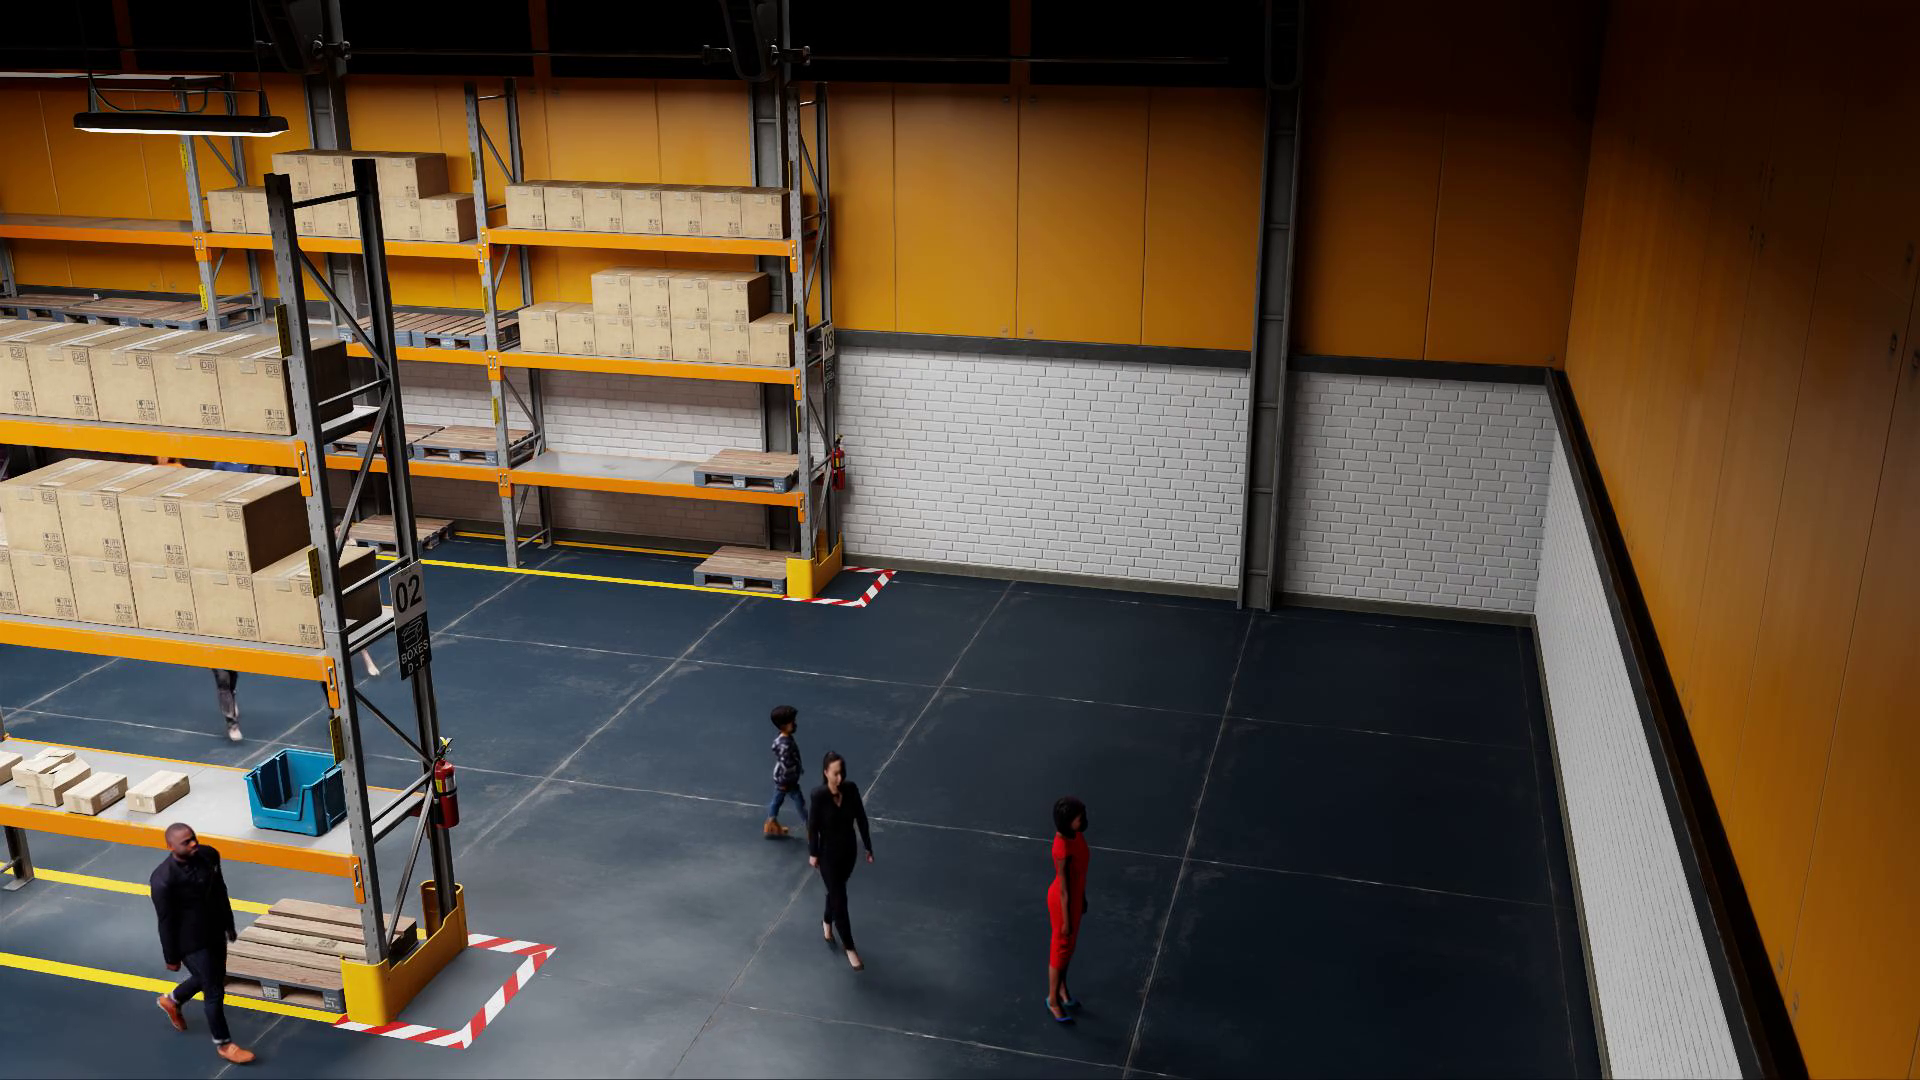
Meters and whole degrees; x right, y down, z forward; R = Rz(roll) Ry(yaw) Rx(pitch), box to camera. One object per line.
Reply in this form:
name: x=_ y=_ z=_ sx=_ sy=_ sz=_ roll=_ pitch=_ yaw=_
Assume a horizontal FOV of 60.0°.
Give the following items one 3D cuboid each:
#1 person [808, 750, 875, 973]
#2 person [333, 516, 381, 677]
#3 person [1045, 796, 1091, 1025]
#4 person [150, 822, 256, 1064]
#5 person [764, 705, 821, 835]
person: x=-0.969 y=2.370 z=12.627 sx=0.967 sy=1.679 sz=1.051 roll=-12 pitch=22 yaw=-33
person: x=-6.664 y=0.589 z=17.867 sx=1.316 sy=1.709 sz=0.938 roll=15 pitch=23 yaw=37
person: x=0.754 y=2.605 z=11.827 sx=0.488 sy=1.743 sz=0.548 roll=5 pitch=19 yaw=15
person: x=-5.276 y=2.723 z=11.403 sx=1.079 sy=1.791 sz=0.679 roll=6 pitch=19 yaw=16
person: x=-1.549 y=2.021 z=14.384 sx=0.879 sy=1.220 sz=0.657 roll=-1 pitch=19 yaw=-2
